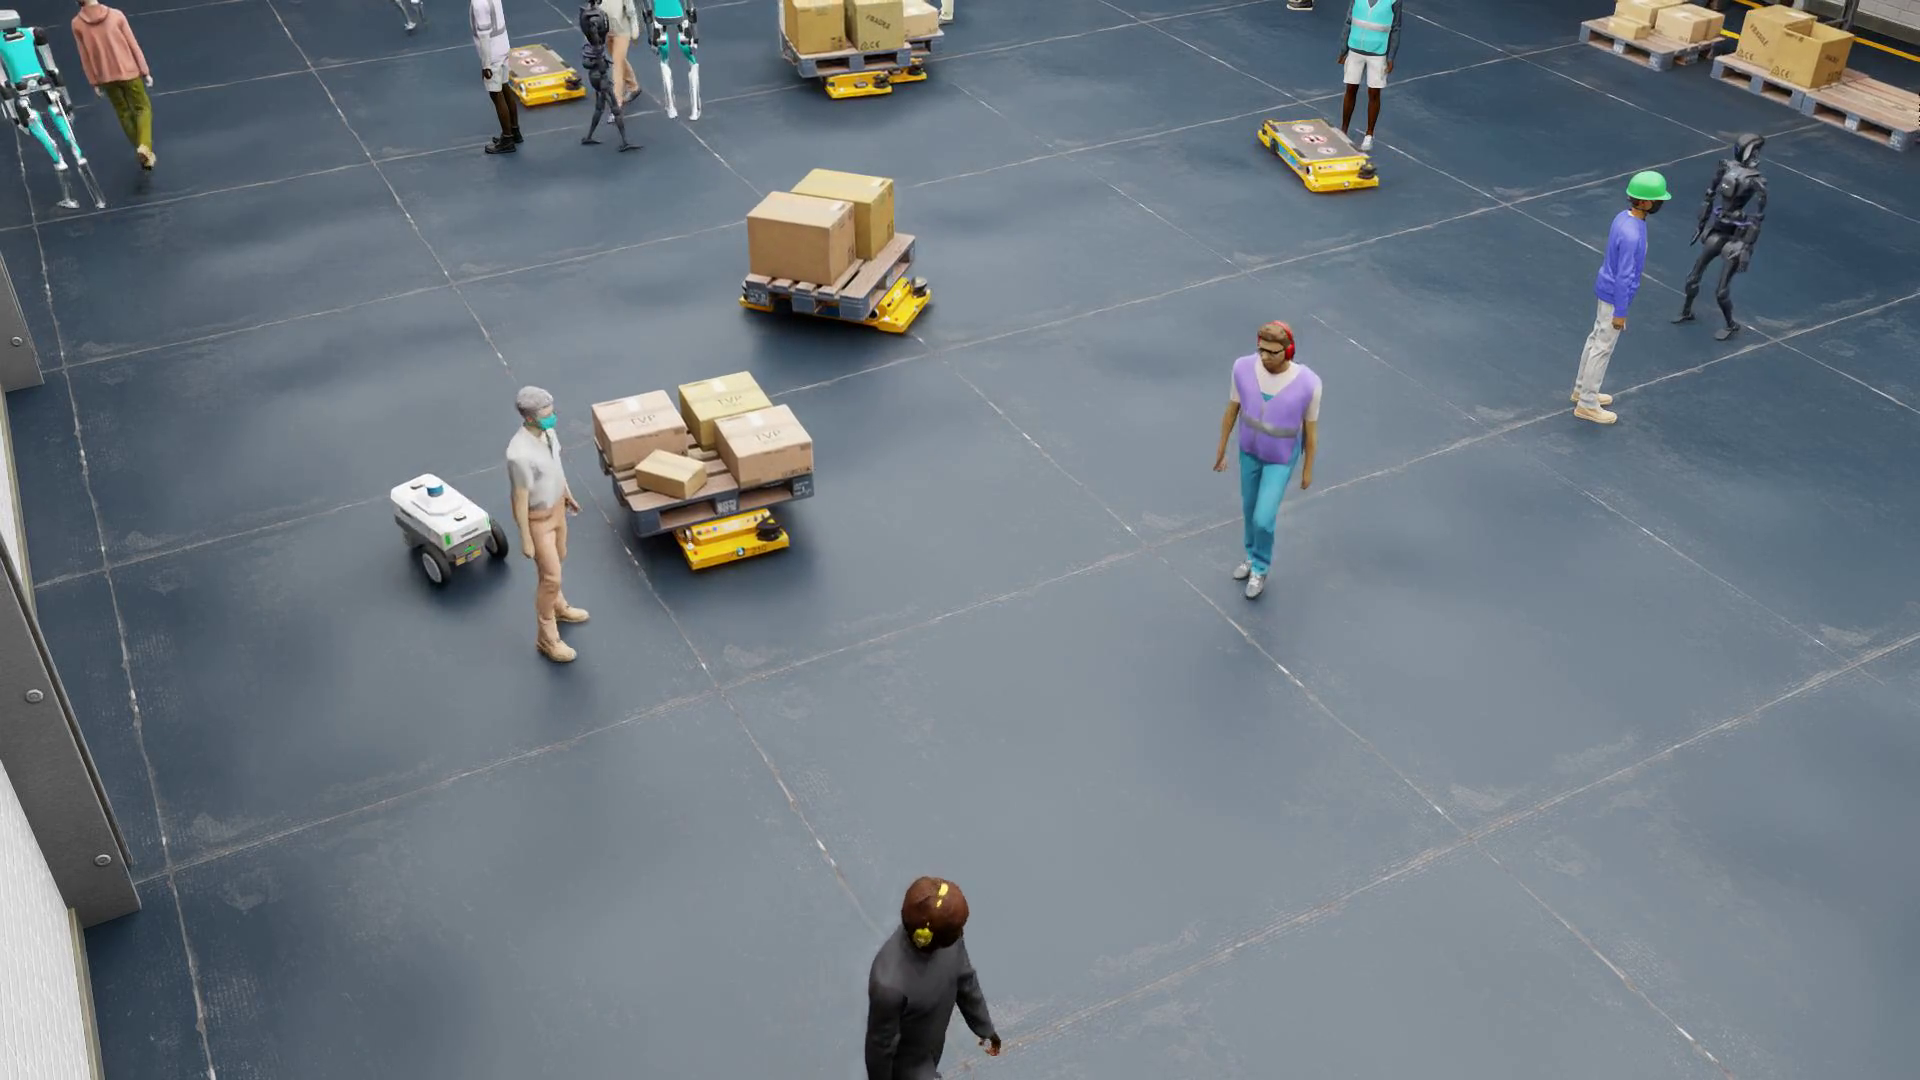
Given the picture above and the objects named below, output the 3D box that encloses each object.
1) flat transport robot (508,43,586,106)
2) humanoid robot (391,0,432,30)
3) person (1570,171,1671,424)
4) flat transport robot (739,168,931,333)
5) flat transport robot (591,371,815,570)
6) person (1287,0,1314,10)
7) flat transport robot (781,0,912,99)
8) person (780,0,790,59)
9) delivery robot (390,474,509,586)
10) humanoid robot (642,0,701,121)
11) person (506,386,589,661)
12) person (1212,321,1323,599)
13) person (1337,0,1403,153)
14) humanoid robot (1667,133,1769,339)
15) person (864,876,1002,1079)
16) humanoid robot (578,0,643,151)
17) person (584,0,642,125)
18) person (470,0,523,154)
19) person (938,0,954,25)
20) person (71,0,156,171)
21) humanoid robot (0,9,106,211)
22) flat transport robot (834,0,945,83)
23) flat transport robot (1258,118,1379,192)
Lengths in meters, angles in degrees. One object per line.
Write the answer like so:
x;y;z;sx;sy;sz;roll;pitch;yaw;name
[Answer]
-4.579;-5.020;17.883;0.659;0.231;1.431;-18;39;-24;flat transport robot
-6.332;-6.613;18.894;0.541;1.798;0.817;-1;35;-2;humanoid robot
4.669;-1.725;11.784;0.341;1.872;0.468;8;36;11;person
-1.021;-2.014;13.591;1.431;0.231;0.659;11;37;15;flat transport robot
-1.701;-0.315;11.165;0.659;0.231;1.431;-15;38;-20;flat transport robot
4.155;-7.279;19.641;0.366;1.959;0.603;8;36;11;person
-1.236;-5.130;18.040;0.659;0.231;1.431;-10;36;-14;flat transport robot
-1.749;-6.129;18.079;0.589;1.869;0.615;19;39;25;person
-3.289;-0.115;10.624;0.749;0.587;0.522;29;44;35;delivery robot
-2.863;-5.091;16.685;0.530;1.737;0.766;-1;35;-1;humanoid robot
-2.415;-0.132;9.635;0.335;1.731;0.540;8;36;11;person
1.807;-0.476;10.038;0.590;1.823;0.602;24;42;30;person
3.933;-4.717;15.996;0.564;1.937;0.429;19;39;24;person
5.967;-2.364;12.876;0.403;1.642;0.601;-14;37;-19;humanoid robot
-0.065;2.009;6.478;0.815;1.843;0.496;15;38;21;person
-3.451;-4.600;16.083;0.603;1.640;0.619;-7;36;-9;humanoid robot
-3.488;-5.130;16.868;0.469;1.630;0.858;12;37;17;person
-4.516;-4.671;15.943;0.381;1.929;0.541;0;35;0;person
-0.181;-6.894;19.184;0.389;1.845;0.563;3;35;4;person
-7.842;-4.294;15.499;0.552;1.815;0.599;-11;36;-15;person
-8.107;-3.742;14.796;0.591;1.793;0.833;-24;42;-30;humanoid robot
-0.903;-5.350;18.354;0.659;0.231;1.431;-11;37;-16;flat transport robot
3.448;-3.737;16.051;0.659;0.231;1.431;-7;36;-10;flat transport robot
